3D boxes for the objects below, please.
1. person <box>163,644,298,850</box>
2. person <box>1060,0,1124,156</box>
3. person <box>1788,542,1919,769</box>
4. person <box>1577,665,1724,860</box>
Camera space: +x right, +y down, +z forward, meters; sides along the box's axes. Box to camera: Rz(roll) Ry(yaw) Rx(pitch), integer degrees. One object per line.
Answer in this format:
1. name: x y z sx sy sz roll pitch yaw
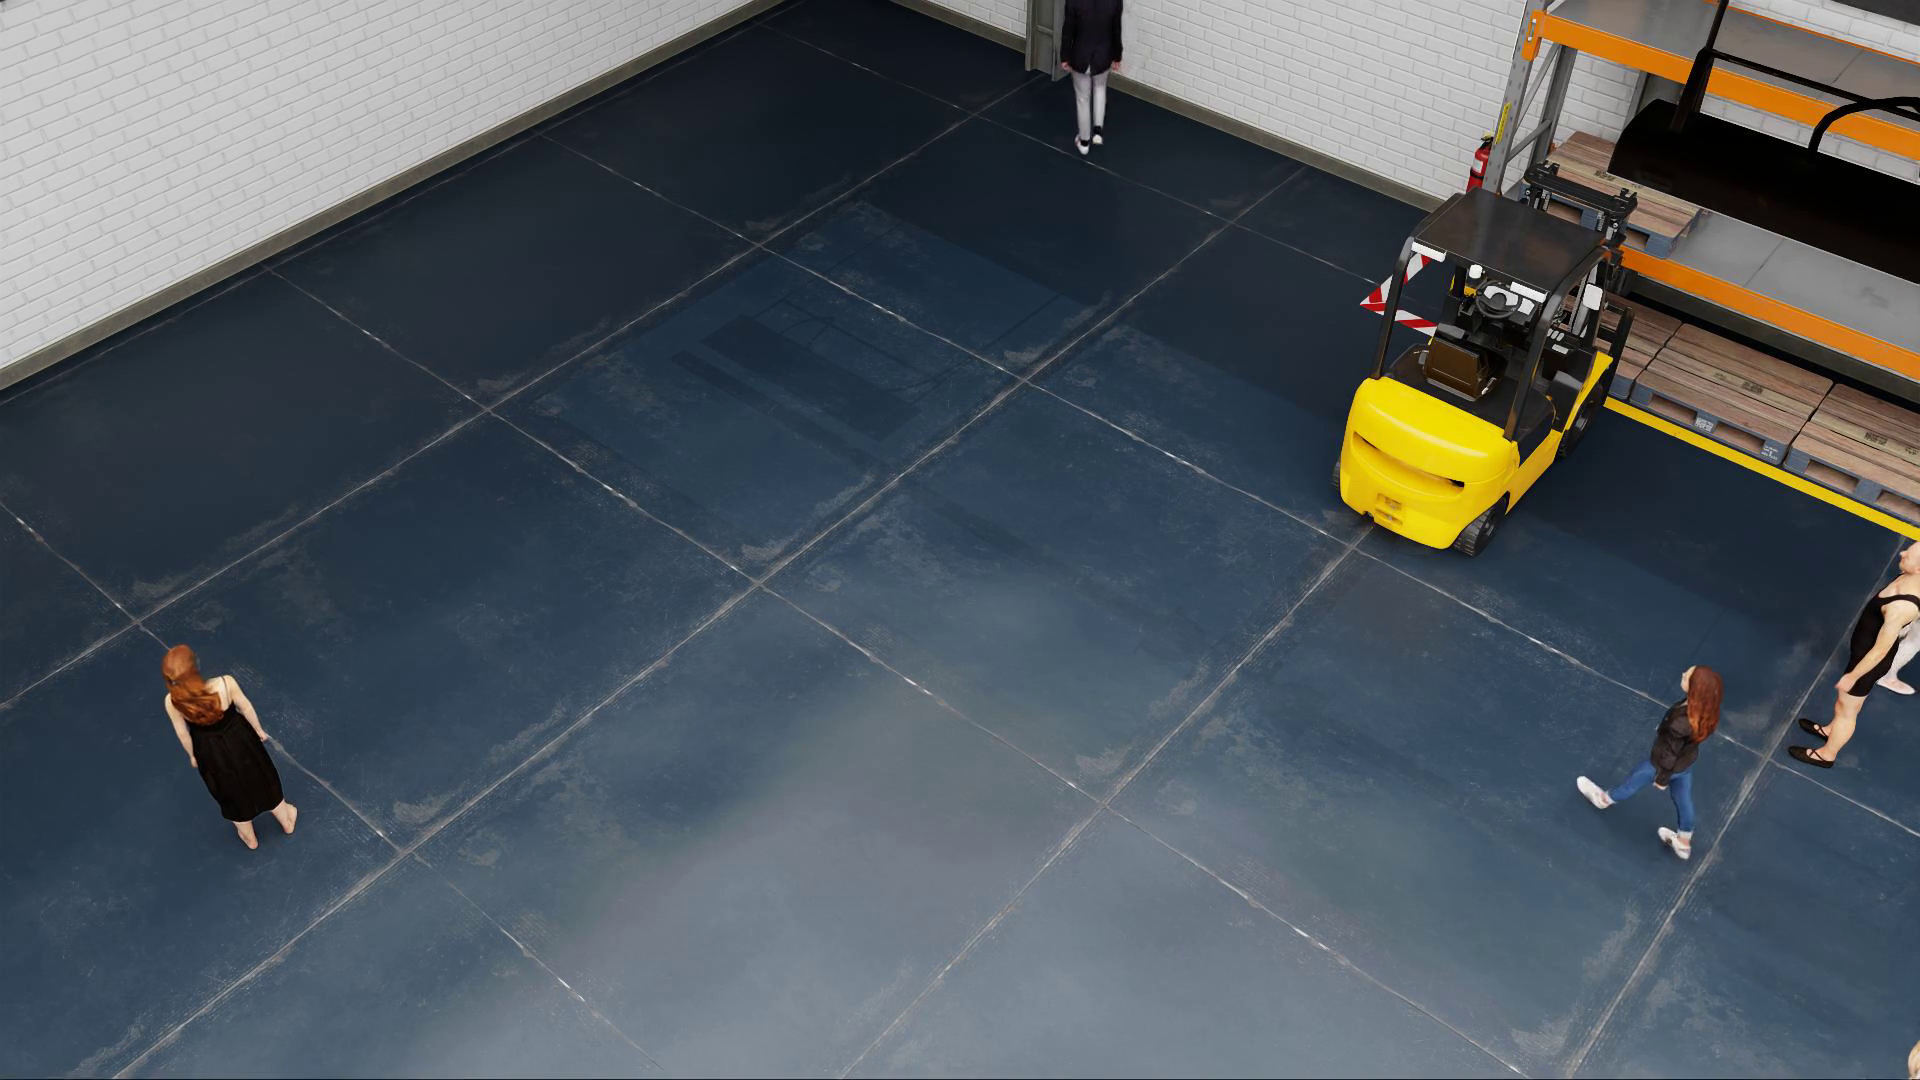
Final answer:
1. person: -4.221 1.190 9.551 0.655 1.625 0.668 -21 48 -21
2. person: 1.223 -4.390 15.175 0.868 1.946 0.914 -6 44 -6
3. person: 5.454 0.685 9.944 0.533 1.815 0.665 25 49 24
4. person: 4.172 1.295 9.576 0.705 1.439 1.023 -28 50 -26
